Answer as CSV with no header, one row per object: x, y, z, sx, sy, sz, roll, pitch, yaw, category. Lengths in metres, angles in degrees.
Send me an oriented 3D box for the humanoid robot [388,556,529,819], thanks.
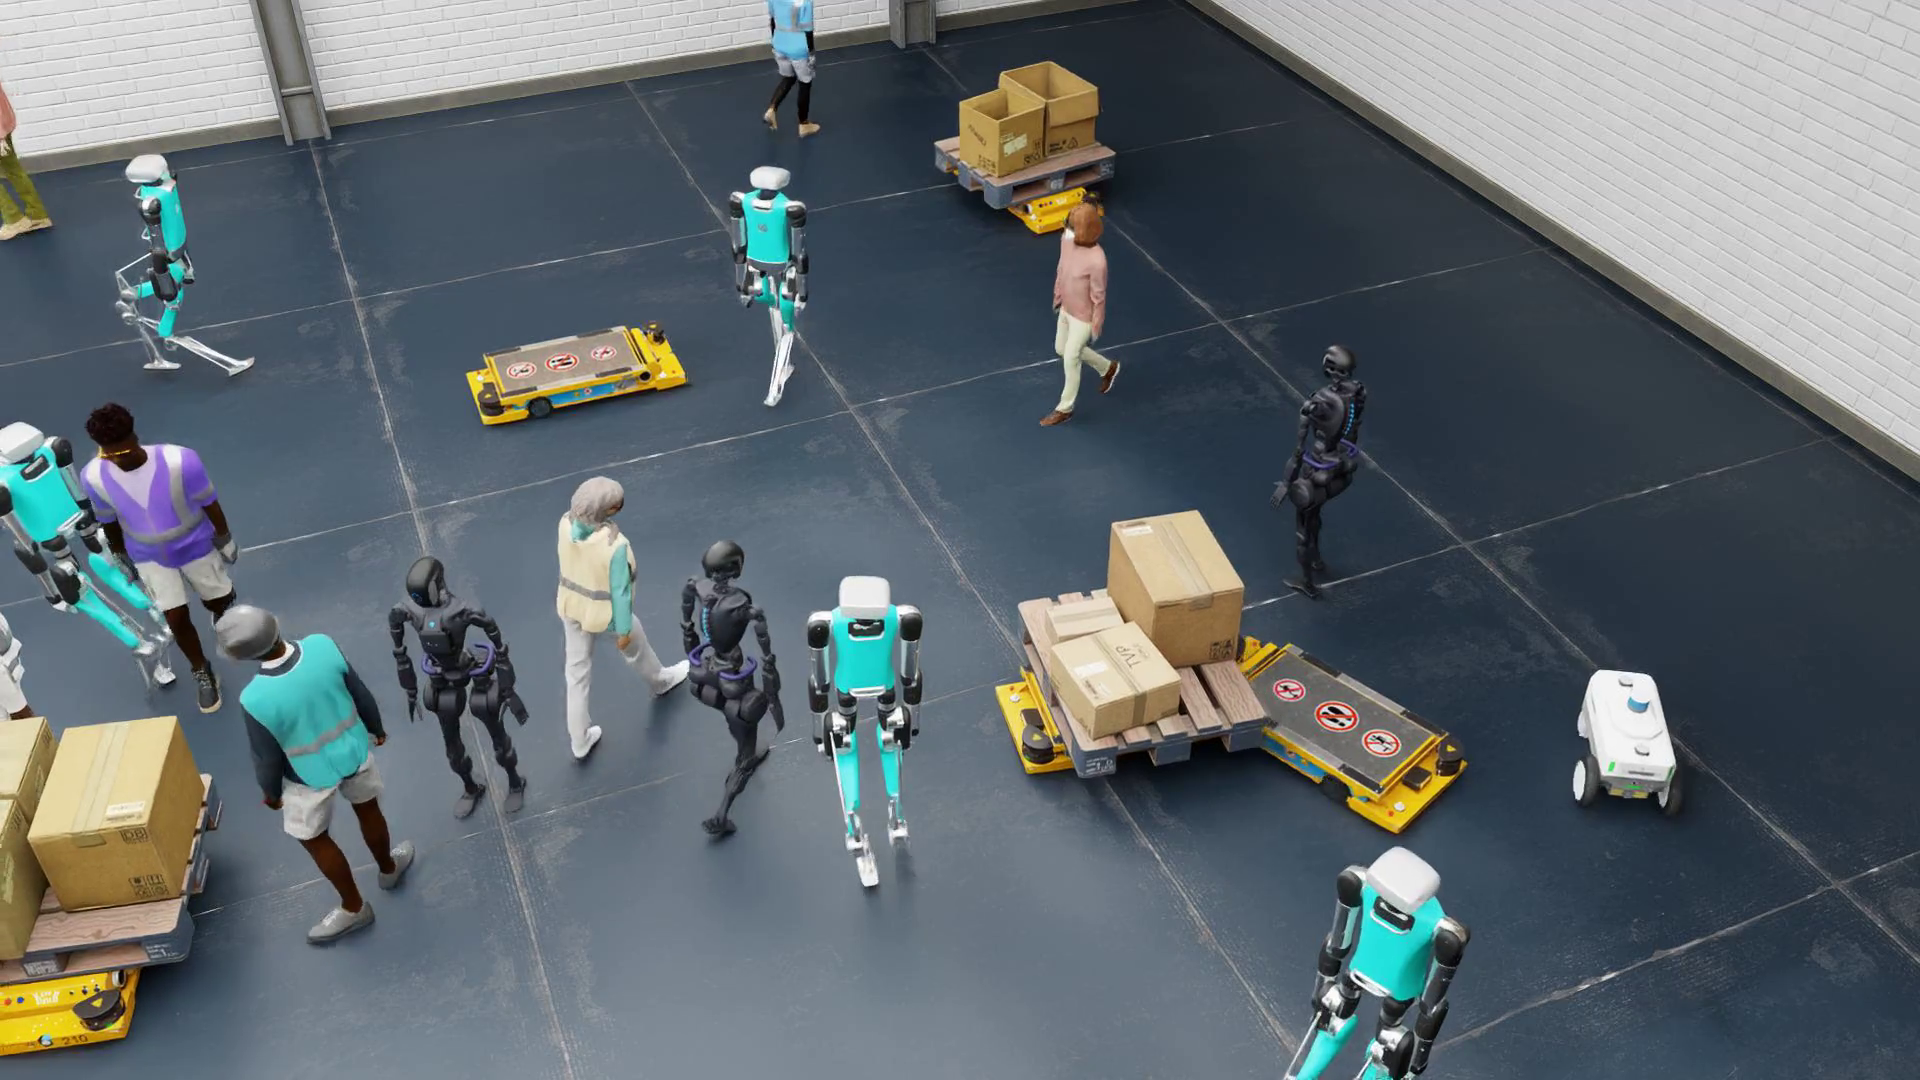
-2.437,0.716,8.187,0.613,1.645,0.372,2,38,2,humanoid robot

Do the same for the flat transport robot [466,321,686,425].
-2.736,-1.192,11.825,1.431,0.231,0.659,-14,40,-18,flat transport robot

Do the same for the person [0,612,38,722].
-4.695,0.671,8.075,0.582,1.883,0.346,31,47,34,person

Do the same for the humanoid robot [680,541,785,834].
-1.156,0.708,8.238,0.613,1.642,0.733,21,42,25,humanoid robot

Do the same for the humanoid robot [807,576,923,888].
-0.408,1.029,7.757,0.547,1.828,0.697,-5,38,-7,humanoid robot

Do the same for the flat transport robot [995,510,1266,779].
0.968,0.886,9.121,1.431,0.231,0.659,-9,38,-11,flat transport robot

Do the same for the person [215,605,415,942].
-2.896,1.009,7.626,0.413,1.902,0.704,25,44,29,person

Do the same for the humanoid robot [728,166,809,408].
-1.231,-1.783,11.381,0.558,1.755,0.886,9,38,12,humanoid robot

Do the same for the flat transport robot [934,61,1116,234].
0.563,-3.047,14.239,0.659,0.231,1.431,-20,42,-24,flat transport robot

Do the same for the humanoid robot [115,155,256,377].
-5.551,-1.811,11.440,1.044,1.734,0.563,-3,38,-5,humanoid robot

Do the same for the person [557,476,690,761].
-1.830,0.335,8.677,0.484,1.655,0.872,17,41,21,person

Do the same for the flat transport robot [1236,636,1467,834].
1.944,0.995,8.978,1.431,0.231,0.659,31,47,34,flat transport robot

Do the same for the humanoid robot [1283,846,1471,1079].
1.472,2.034,6.460,0.541,1.819,0.798,30,47,33,humanoid robot

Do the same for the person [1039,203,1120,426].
0.832,-1.533,11.154,0.597,1.616,0.508,-15,40,-19,person

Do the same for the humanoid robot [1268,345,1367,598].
2.057,-0.404,9.641,0.610,1.656,0.380,-25,44,-29,humanoid robot

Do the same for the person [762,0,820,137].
-1.516,-4.362,14.789,0.548,1.676,0.496,28,46,31,person

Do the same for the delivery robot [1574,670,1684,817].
3.479,1.058,8.675,0.499,0.612,0.796,5,38,7,delivery robot

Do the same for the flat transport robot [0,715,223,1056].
-4.202,1.789,7.945,0.659,0.231,1.431,-6,38,-8,flat transport robot

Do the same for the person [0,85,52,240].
-7.805,-3.262,13.246,0.576,1.815,0.559,-17,41,-21,person

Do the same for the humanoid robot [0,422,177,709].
-4.531,0.215,8.831,0.733,1.816,0.556,12,39,16,humanoid robot

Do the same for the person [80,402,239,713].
-4.226,-0.023,8.942,0.635,1.928,0.733,-9,38,-12,person
